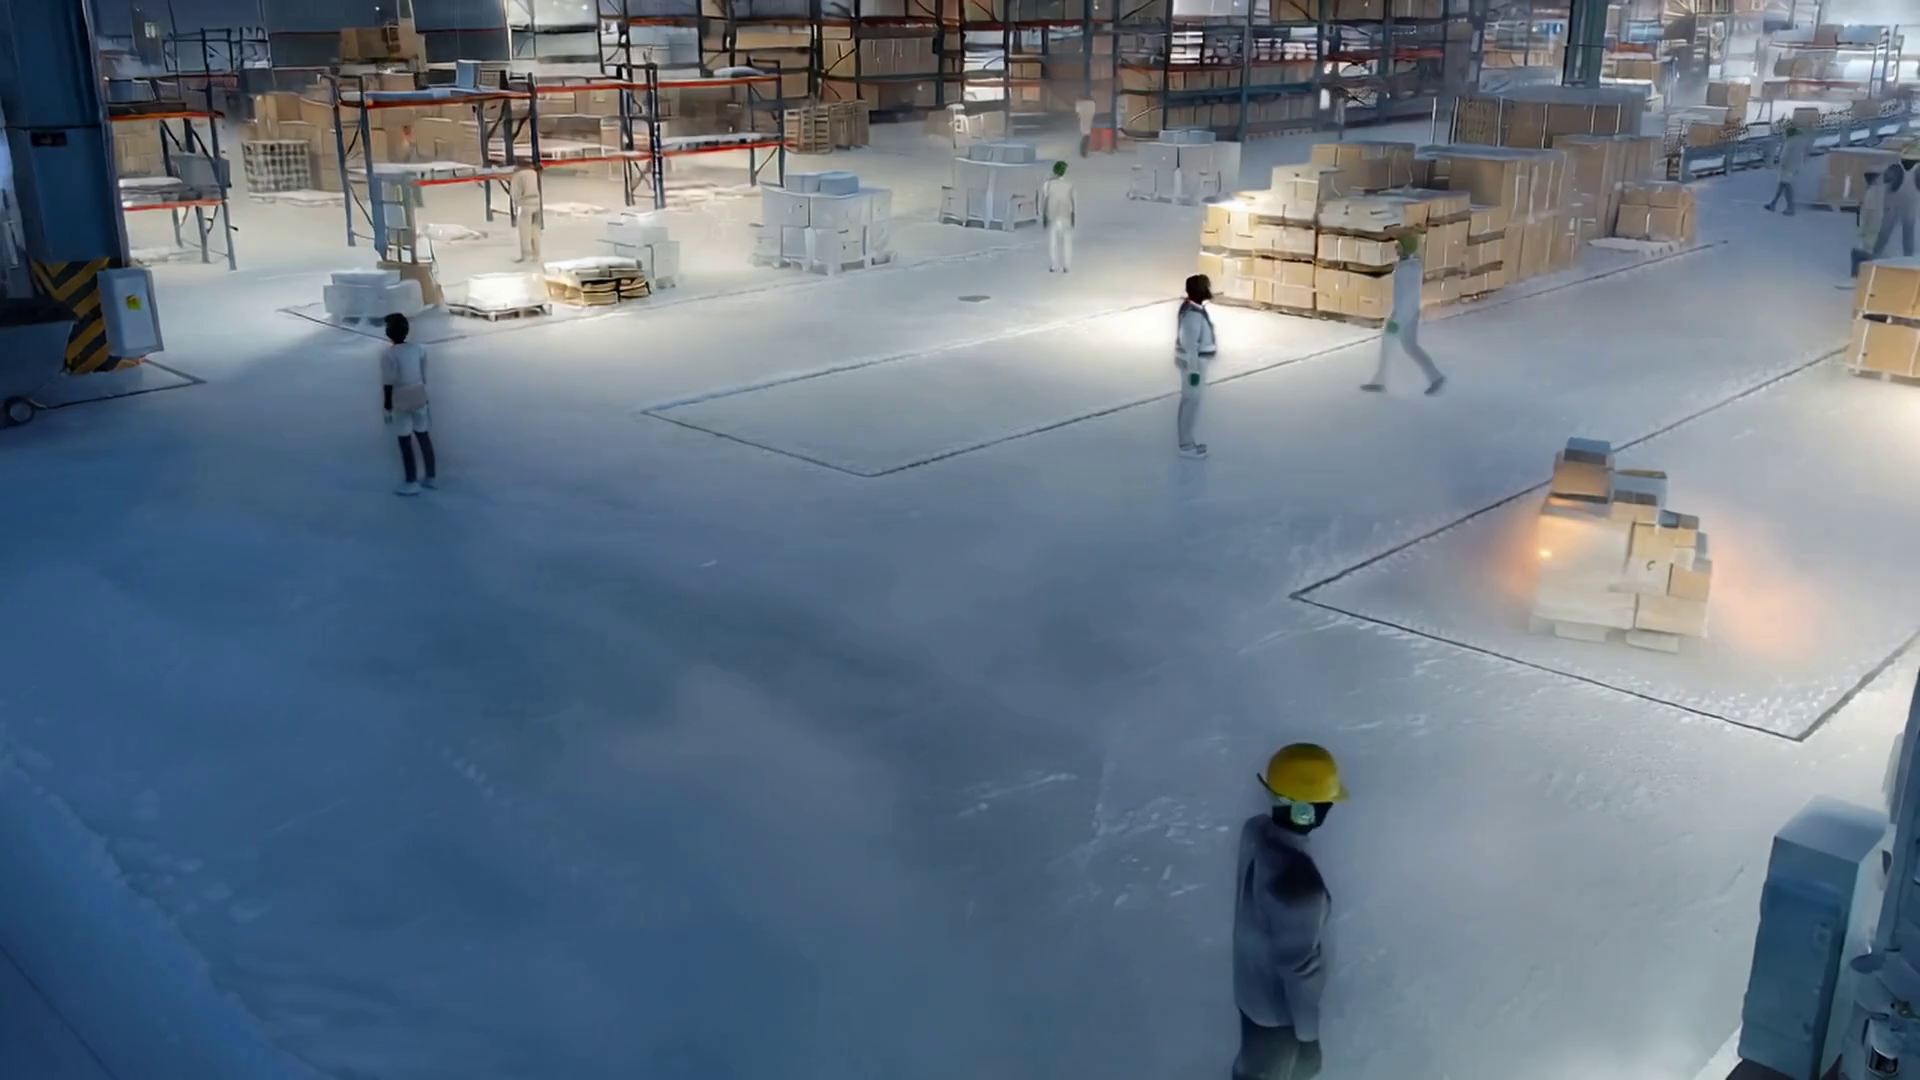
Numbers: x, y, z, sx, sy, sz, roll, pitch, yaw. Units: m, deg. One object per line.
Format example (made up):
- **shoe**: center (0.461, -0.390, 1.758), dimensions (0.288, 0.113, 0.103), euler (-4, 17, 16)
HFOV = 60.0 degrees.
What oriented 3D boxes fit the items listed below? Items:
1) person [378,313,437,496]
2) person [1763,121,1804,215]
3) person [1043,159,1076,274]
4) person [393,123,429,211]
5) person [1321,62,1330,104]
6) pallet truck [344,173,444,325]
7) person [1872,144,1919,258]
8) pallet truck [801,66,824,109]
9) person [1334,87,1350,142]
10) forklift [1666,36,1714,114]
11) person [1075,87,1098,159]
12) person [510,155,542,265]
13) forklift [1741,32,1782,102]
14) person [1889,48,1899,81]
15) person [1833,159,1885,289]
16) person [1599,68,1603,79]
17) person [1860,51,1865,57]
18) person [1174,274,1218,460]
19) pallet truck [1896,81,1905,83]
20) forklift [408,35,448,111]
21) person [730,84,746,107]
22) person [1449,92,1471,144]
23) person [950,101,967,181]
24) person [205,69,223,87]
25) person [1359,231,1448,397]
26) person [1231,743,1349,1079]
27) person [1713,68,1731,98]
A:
- **person**: center (-5.130, -1.255, 15.413), dimensions (0.321, 1.695, 0.537), euler (10, 21, 27)
- **person**: center (17.259, -7.752, 34.668), dimensions (0.617, 1.891, 0.798), euler (-12, 22, -33)
- **person**: center (1.637, -5.306, 27.357), dimensions (0.532, 1.865, 0.306), euler (0, 18, 1)
- **person**: center (-11.622, -7.835, 35.023), dimensions (0.612, 1.833, 0.524), euler (1, 18, 4)
- **person**: center (14.825, -18.742, 67.921), dimensions (0.572, 1.818, 0.886), euler (-16, 24, -40)
- **pallet truck**: center (-8.209, -4.181, 23.757), dimensions (0.823, 1.965, 1.885), euler (3, 19, 9)
- **person**: center (16.298, -5.862, 28.754), dimensions (0.700, 2.000, 0.827), euler (4, 19, 12)
- **pallet truck**: center (-4.812, -15.182, 56.903), dimensions (0.823, 1.965, 1.885), euler (-9, 21, -26)
- **person**: center (11.666, -12.958, 50.715), dimensions (0.717, 1.665, 0.594), euler (-12, 22, -33)
- **forklift**: center (27.341, -17.291, 61.877), dimensions (1.129, 2.768, 1.873), euler (17, 25, 41)
- **person**: center (3.500, -11.502, 45.887), dimensions (0.628, 1.943, 0.572), euler (-11, 21, -30)
- **person**: center (-7.404, -5.607, 28.307), dimensions (0.429, 1.838, 0.620), euler (11, 21, 30)
- **forklift**: center (33.205, -19.309, 67.958), dimensions (1.873, 2.768, 1.129), euler (17, 25, 41)
- **person**: center (46.101, -23.490, 82.126), dimensions (0.549, 1.884, 1.043), euler (-13, 23, -35)
- **person**: center (14.118, -4.863, 25.778), dimensions (0.709, 2.025, 0.612), euler (15, 23, 37)
- **person**: center (22.272, -15.530, 58.114), dimensions (0.643, 1.901, 0.396), euler (15, 23, 38)
- **person**: center (39.356, -20.384, 72.687), dimensions (0.633, 1.925, 0.448), euler (8, 20, 22)
- **person**: center (2.353, -1.738, 16.639), dimensions (0.429, 1.846, 0.626), euler (3, 19, 8)
- **pallet truck**: center (34.802, -16.331, 61.455), dimensions (0.653, 1.274, 1.630), euler (17, 25, 41)
- **forklift**: center (-20.707, -17.881, 63.655), dimensions (1.129, 2.768, 1.873), euler (17, 25, 41)
- **person**: center (-7.547, -14.878, 56.499), dimensions (0.602, 1.657, 0.347), euler (1, 18, 2)
- **person**: center (14.606, -12.252, 48.611), dimensions (0.548, 1.646, 0.887), euler (17, 25, 42)
- **person**: center (-0.057, -9.729, 40.590), dimensions (0.399, 1.928, 0.542), euler (12, 22, 32)
- **person**: center (-25.790, -15.308, 57.491), dimensions (0.625, 1.871, 0.748), euler (-1, 18, -4)
- **person**: center (5.183, -2.594, 19.124), dimensions (0.941, 1.908, 0.630), euler (3, 19, 9)
- **person**: center (1.190, 1.671, 6.131), dimensions (0.379, 1.994, 0.611), euler (-3, 19, -10)
- **person**: center (27.602, -16.214, 60.352), dimensions (0.615, 1.787, 0.940), euler (16, 24, 39)
